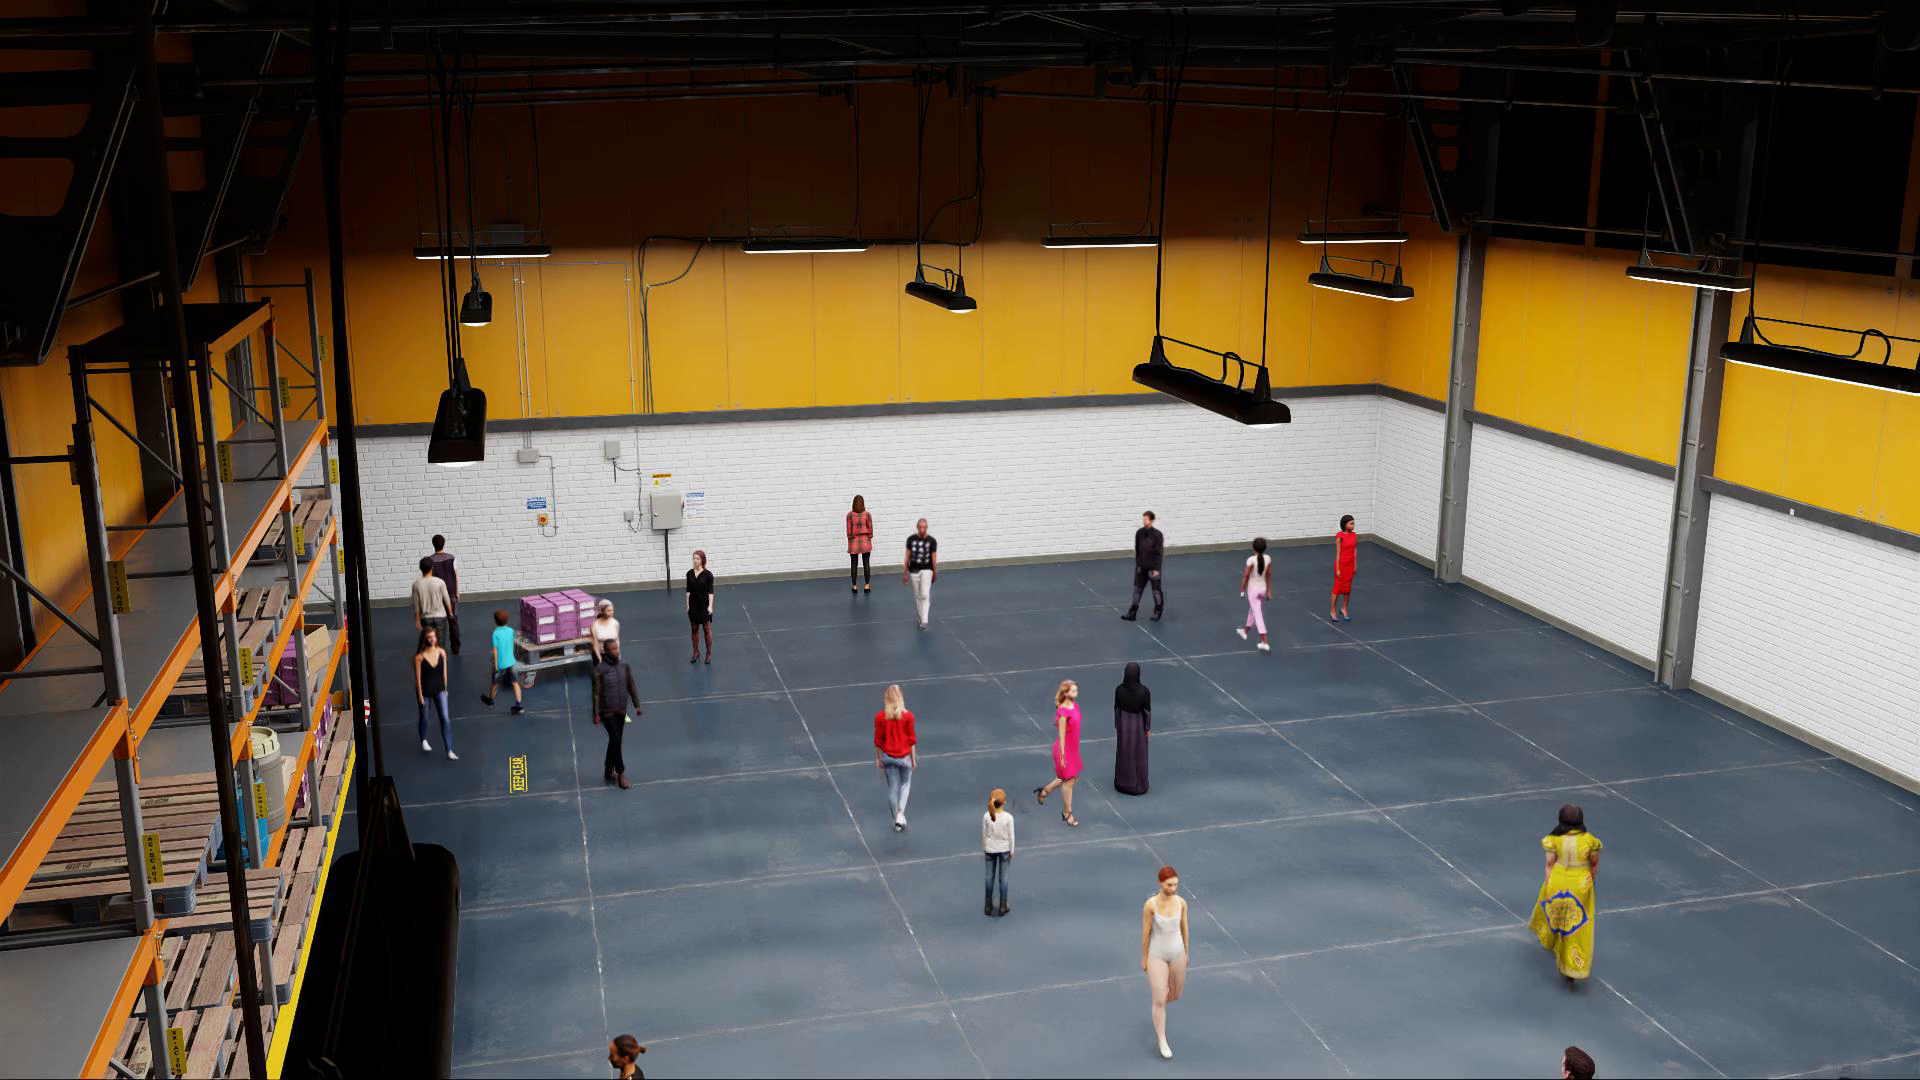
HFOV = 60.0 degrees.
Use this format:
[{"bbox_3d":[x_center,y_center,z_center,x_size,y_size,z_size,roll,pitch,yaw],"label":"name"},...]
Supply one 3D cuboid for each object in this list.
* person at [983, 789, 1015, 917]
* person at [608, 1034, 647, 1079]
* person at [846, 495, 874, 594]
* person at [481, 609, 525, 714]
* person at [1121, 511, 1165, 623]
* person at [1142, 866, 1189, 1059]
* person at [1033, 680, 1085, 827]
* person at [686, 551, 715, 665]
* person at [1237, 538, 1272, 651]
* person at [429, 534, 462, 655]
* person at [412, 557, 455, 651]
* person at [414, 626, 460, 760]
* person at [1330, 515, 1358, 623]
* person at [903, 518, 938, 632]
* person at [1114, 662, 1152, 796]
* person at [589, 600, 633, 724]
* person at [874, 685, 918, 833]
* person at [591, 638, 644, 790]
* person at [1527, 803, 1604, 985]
[{"bbox_3d":[0.372,3.116,16.621,0.537,1.313,0.578,3,14,11],"label":"person"},{"bbox_3d":[-2.243,4.175,11.495,0.647,1.668,0.468,-3,14,-11],"label":"person"},{"bbox_3d":[-1.712,0.059,28.417,0.661,1.704,0.628,0,14,-1],"label":"person"},{"bbox_3d":[-6.091,1.660,22.419,1.003,1.416,0.865,11,17,37],"label":"person"},{"bbox_3d":[3.095,0.433,26.664,1.141,1.802,1.141,11,17,38],"label":"person"},{"bbox_3d":[1.739,3.533,14.225,0.569,1.631,0.841,-3,14,-13],"label":"person"},{"bbox_3d":[1.128,2.386,18.796,0.926,1.710,0.880,7,15,27],"label":"person"},{"bbox_3d":[-3.844,0.984,24.601,0.656,1.702,0.655,3,14,14],"label":"person"},{"bbox_3d":[4.535,0.850,25.185,0.732,1.688,1.179,-6,15,-24],"label":"person"},{"bbox_3d":[-7.757,0.819,24.972,0.670,1.848,0.623,-6,15,-23],"label":"person"},{"bbox_3d":[-7.513,1.156,23.724,0.776,1.781,1.132,-1,14,-6],"label":"person"},{"bbox_3d":[-6.656,1.909,20.835,0.869,1.677,1.153,-11,17,-37],"label":"person"},{"bbox_3d":[6.178,0.442,26.755,0.609,1.742,0.568,-7,15,-27],"label":"person"},{"bbox_3d":[-0.612,0.532,26.360,0.998,1.752,1.286,2,14,10],"label":"person"},{"bbox_3d":[2.038,2.211,19.719,0.707,1.615,0.750,5,14,20],"label":"person"},{"bbox_3d":[-4.773,1.595,22.151,0.793,1.667,1.023,-9,16,-33],"label":"person"},{"bbox_3d":[-0.718,2.460,18.512,0.701,1.698,0.676,1,14,3],"label":"person"},{"bbox_3d":[-4.215,2.045,19.976,1.060,1.816,0.981,10,17,37],"label":"person"},{"bbox_3d":[5.612,3.284,15.324,1.243,1.598,1.389,6,15,22],"label":"person"}]
